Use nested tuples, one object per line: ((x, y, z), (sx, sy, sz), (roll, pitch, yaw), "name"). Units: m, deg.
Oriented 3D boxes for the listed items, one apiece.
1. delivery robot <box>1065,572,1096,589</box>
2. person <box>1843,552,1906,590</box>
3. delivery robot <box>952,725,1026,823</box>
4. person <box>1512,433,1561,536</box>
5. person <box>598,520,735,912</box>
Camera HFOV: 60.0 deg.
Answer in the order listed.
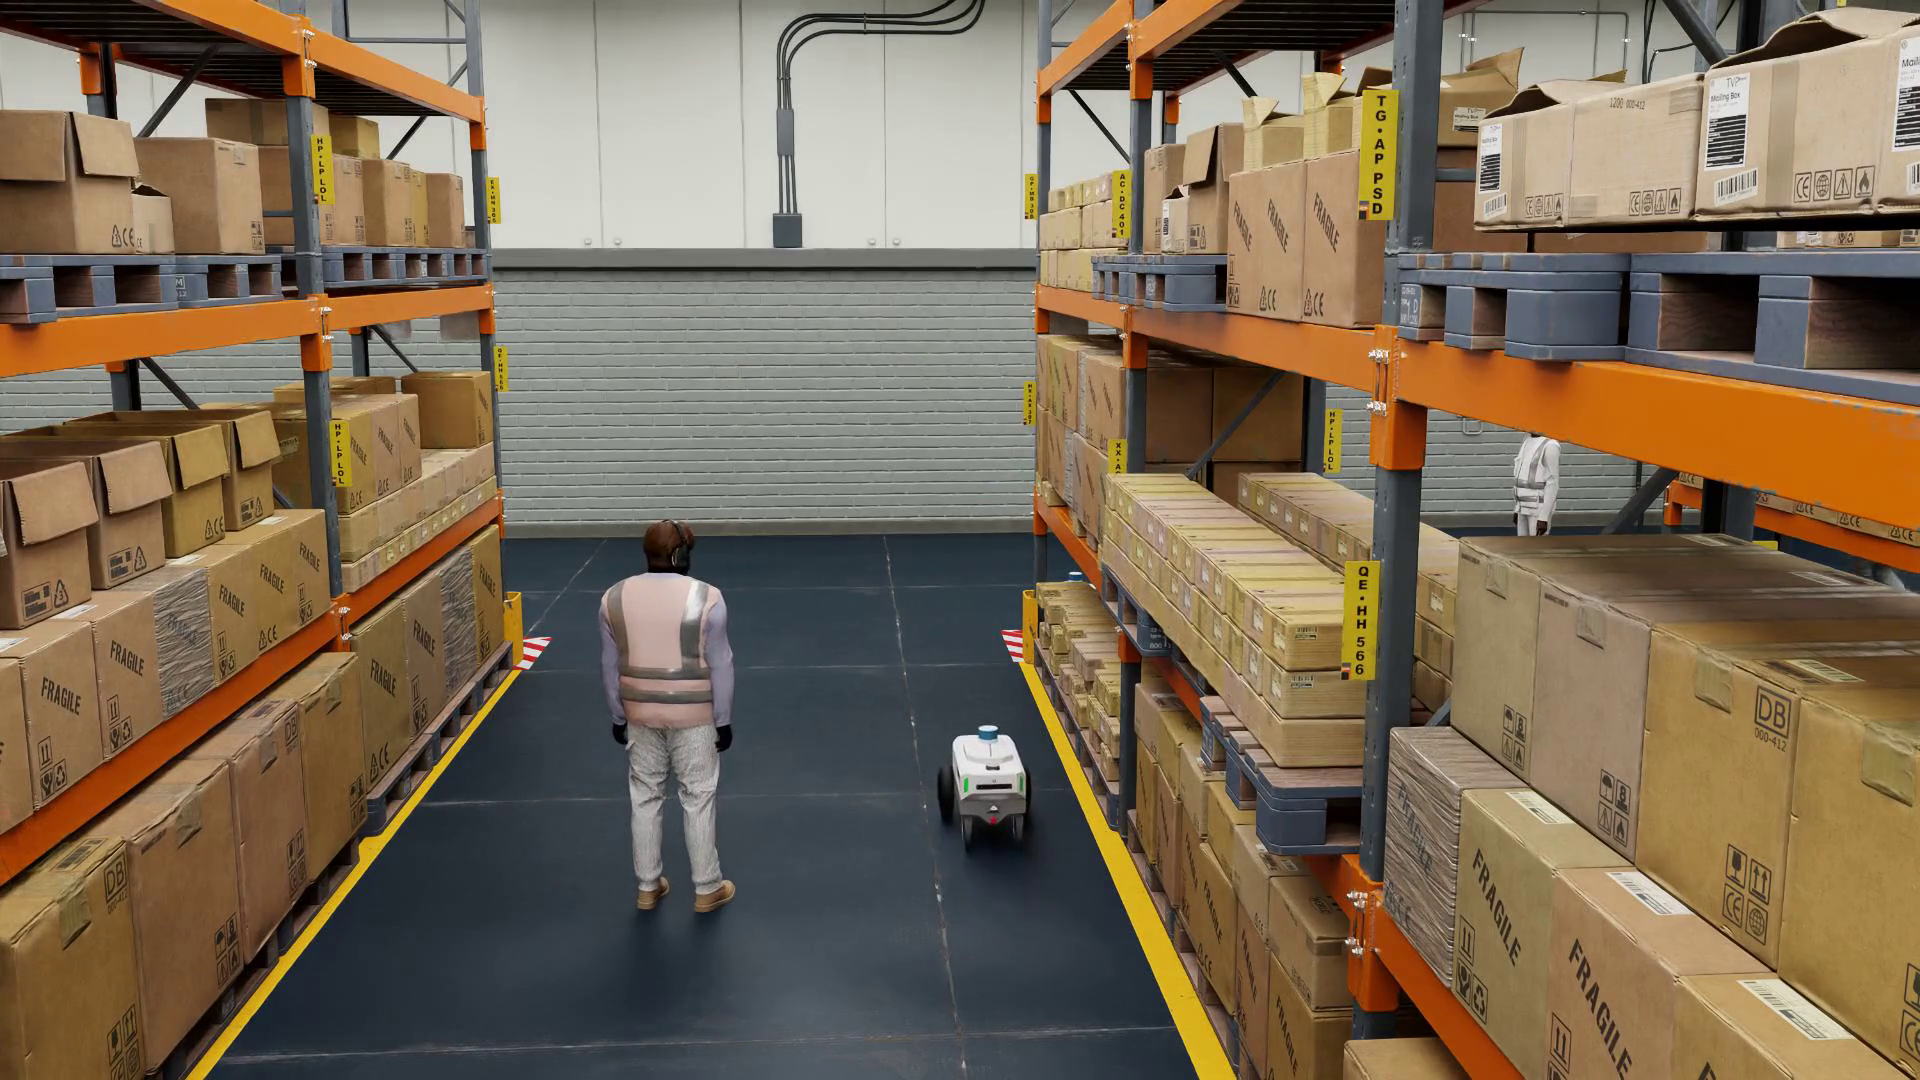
((0.908, 0.496, 13.115), (0.707, 0.478, 0.477), (-4, 10, -24), "delivery robot")
((7.047, -0.067, 12.707), (0.661, 1.917, 0.648), (-2, 10, -14), "person")
((0.149, 1.227, 8.811), (0.477, 0.478, 0.707), (-1, 10, -4), "delivery robot")
((4.753, -0.237, 13.807), (0.353, 1.883, 0.577), (-1, 10, -5), "person")
((-1.338, 0.819, 7.729), (0.624, 1.837, 0.430), (2, 10, 13), "person")
